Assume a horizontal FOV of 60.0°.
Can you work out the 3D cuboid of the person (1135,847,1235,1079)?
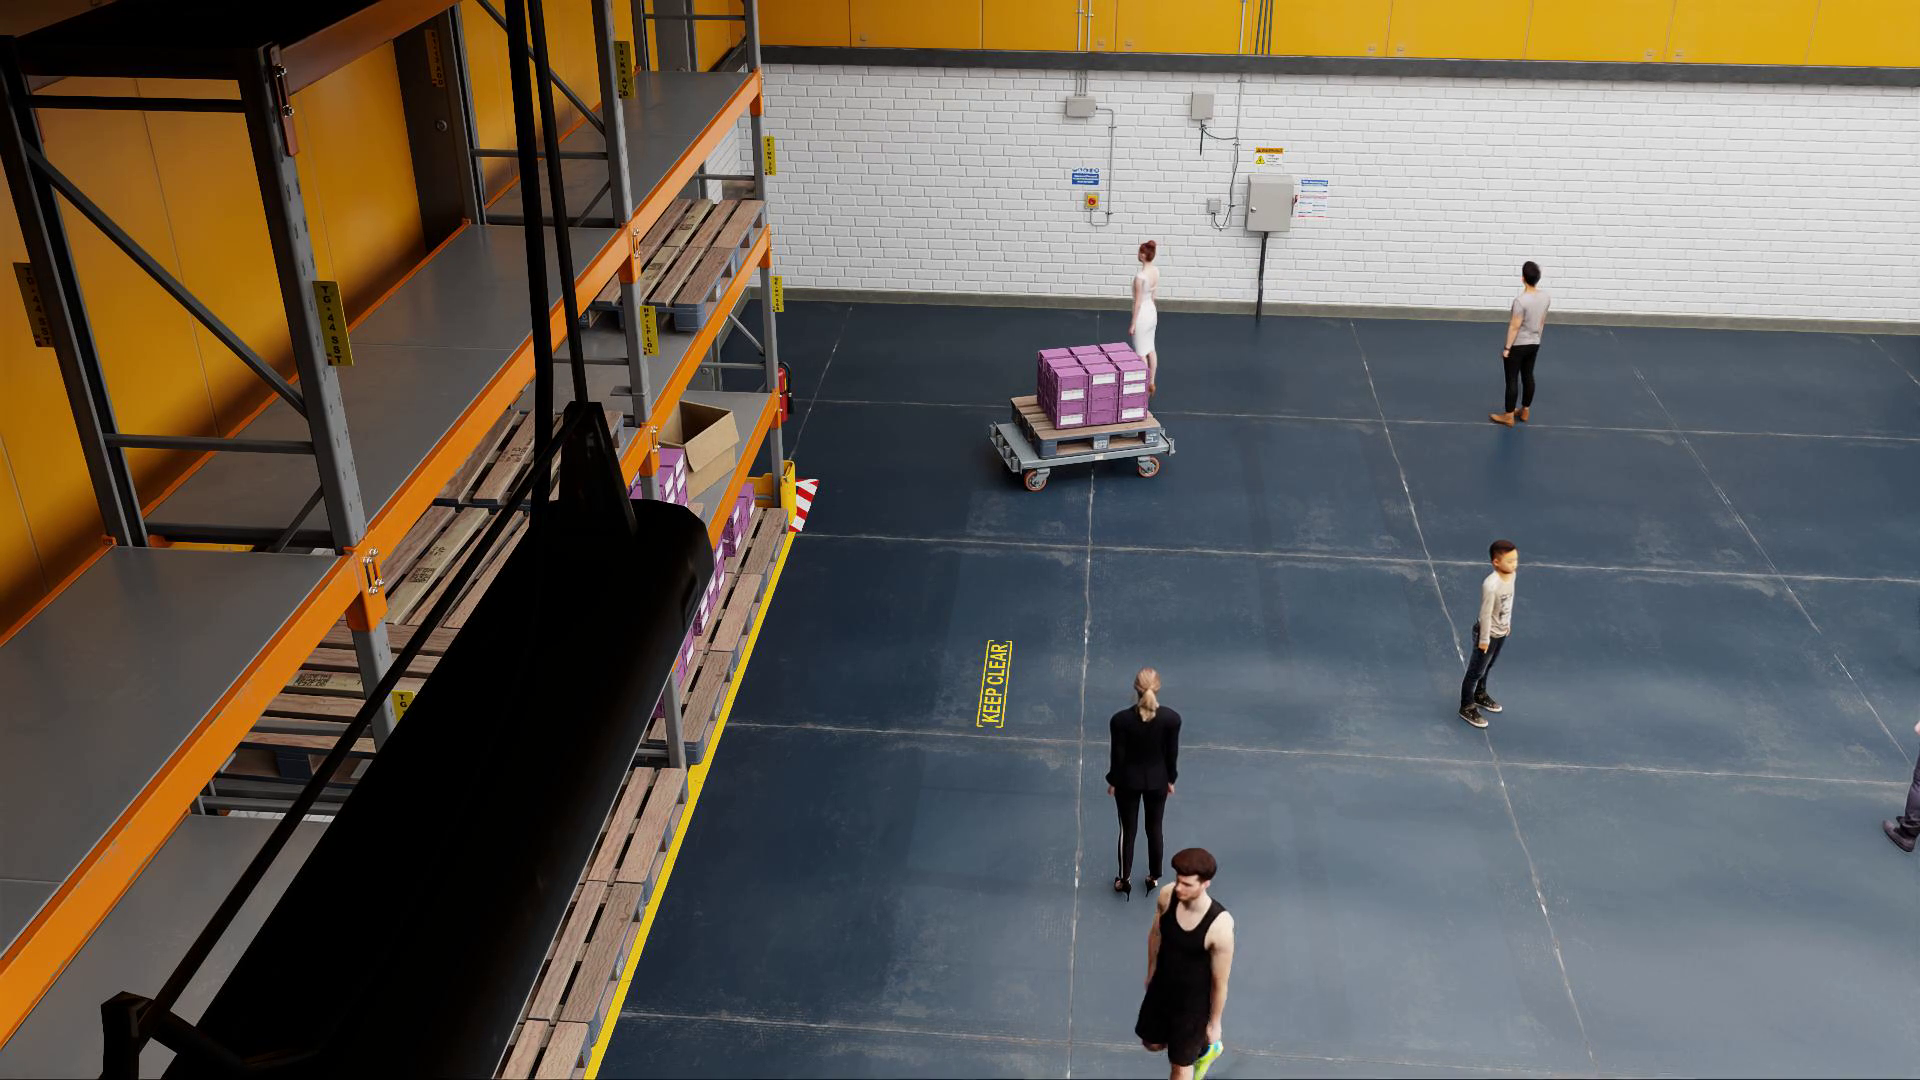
[{"bbox_3d":[1.227,2.349,8.760,1.063,1.880,0.995,-24,36,-36],"label":"person"}]

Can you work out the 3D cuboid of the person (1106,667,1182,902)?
[{"bbox_3d":[1.141,1.537,10.430,0.646,1.707,0.595,-2,29,-4],"label":"person"}]

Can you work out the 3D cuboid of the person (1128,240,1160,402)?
[{"bbox_3d":[1.923,-2.264,17.309,0.713,1.793,0.600,19,34,31],"label":"person"}]

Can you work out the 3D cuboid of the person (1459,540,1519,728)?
[{"bbox_3d":[3.925,0.660,12.292,0.697,1.464,0.610,23,36,36],"label":"person"}]

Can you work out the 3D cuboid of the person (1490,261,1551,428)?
[{"bbox_3d":[5.726,-1.997,16.898,0.683,1.717,0.689,-12,31,-21],"label":"person"}]
